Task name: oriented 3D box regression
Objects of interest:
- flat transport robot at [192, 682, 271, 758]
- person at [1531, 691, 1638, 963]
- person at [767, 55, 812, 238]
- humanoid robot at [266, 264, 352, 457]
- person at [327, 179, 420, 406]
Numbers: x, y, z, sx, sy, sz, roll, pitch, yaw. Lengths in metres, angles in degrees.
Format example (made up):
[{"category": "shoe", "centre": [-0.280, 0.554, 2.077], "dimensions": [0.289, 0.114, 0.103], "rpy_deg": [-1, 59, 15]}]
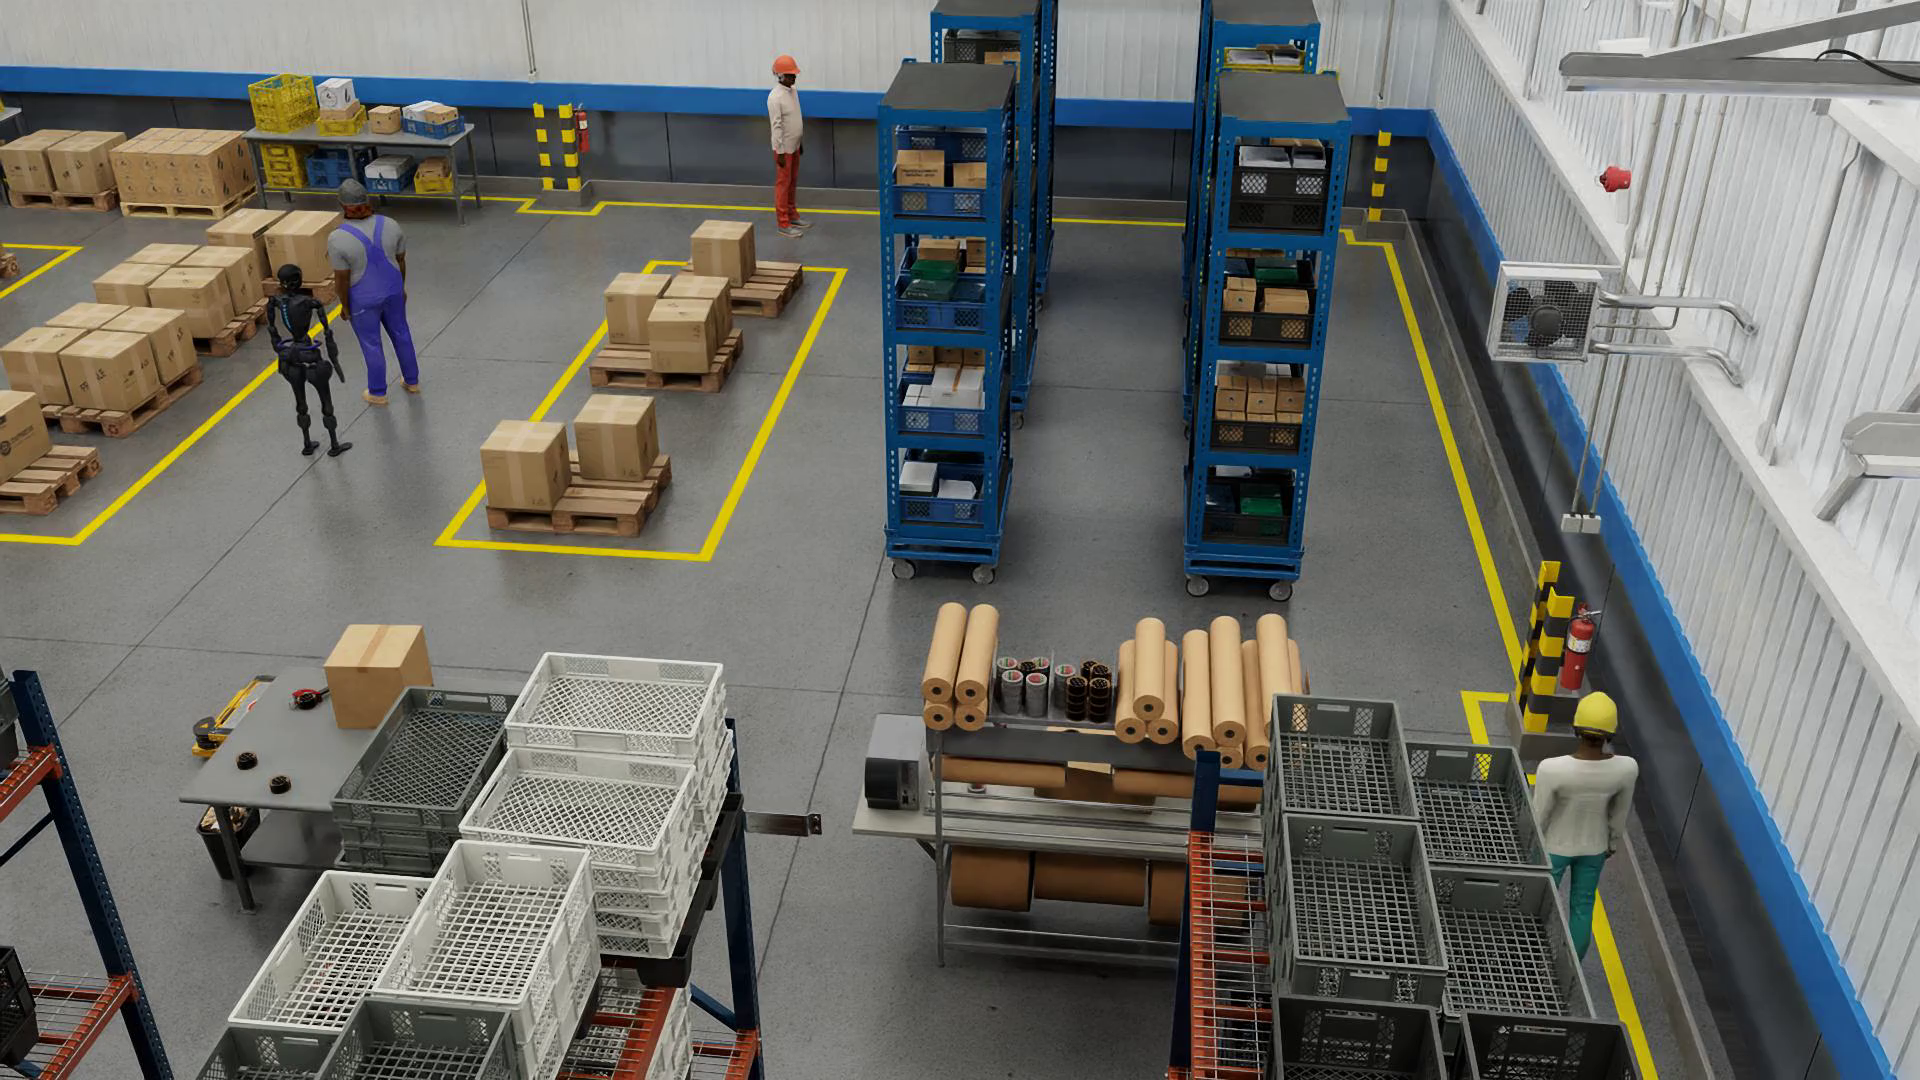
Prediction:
[{"category": "flat transport robot", "centre": [-4.089, 1.163, 10.648], "dimensions": [1.431, 0.197, 0.652], "rpy_deg": [3, 30, 6]}, {"category": "person", "centre": [3.125, 1.541, 8.538], "dimensions": [0.532, 1.765, 0.318], "rpy_deg": [-2, 30, -4]}, {"category": "person", "centre": [-1.910, -4.387, 18.495], "dimensions": [0.376, 1.995, 0.609], "rpy_deg": [8, 31, 14]}, {"category": "humanoid robot", "centre": [-5.446, -1.500, 13.835], "dimensions": [0.593, 1.657, 0.326], "rpy_deg": [5, 31, 9]}, {"category": "person", "centre": [-5.213, -2.194, 14.683], "dimensions": [0.537, 2.000, 0.678], "rpy_deg": [26, 39, 37]}]
